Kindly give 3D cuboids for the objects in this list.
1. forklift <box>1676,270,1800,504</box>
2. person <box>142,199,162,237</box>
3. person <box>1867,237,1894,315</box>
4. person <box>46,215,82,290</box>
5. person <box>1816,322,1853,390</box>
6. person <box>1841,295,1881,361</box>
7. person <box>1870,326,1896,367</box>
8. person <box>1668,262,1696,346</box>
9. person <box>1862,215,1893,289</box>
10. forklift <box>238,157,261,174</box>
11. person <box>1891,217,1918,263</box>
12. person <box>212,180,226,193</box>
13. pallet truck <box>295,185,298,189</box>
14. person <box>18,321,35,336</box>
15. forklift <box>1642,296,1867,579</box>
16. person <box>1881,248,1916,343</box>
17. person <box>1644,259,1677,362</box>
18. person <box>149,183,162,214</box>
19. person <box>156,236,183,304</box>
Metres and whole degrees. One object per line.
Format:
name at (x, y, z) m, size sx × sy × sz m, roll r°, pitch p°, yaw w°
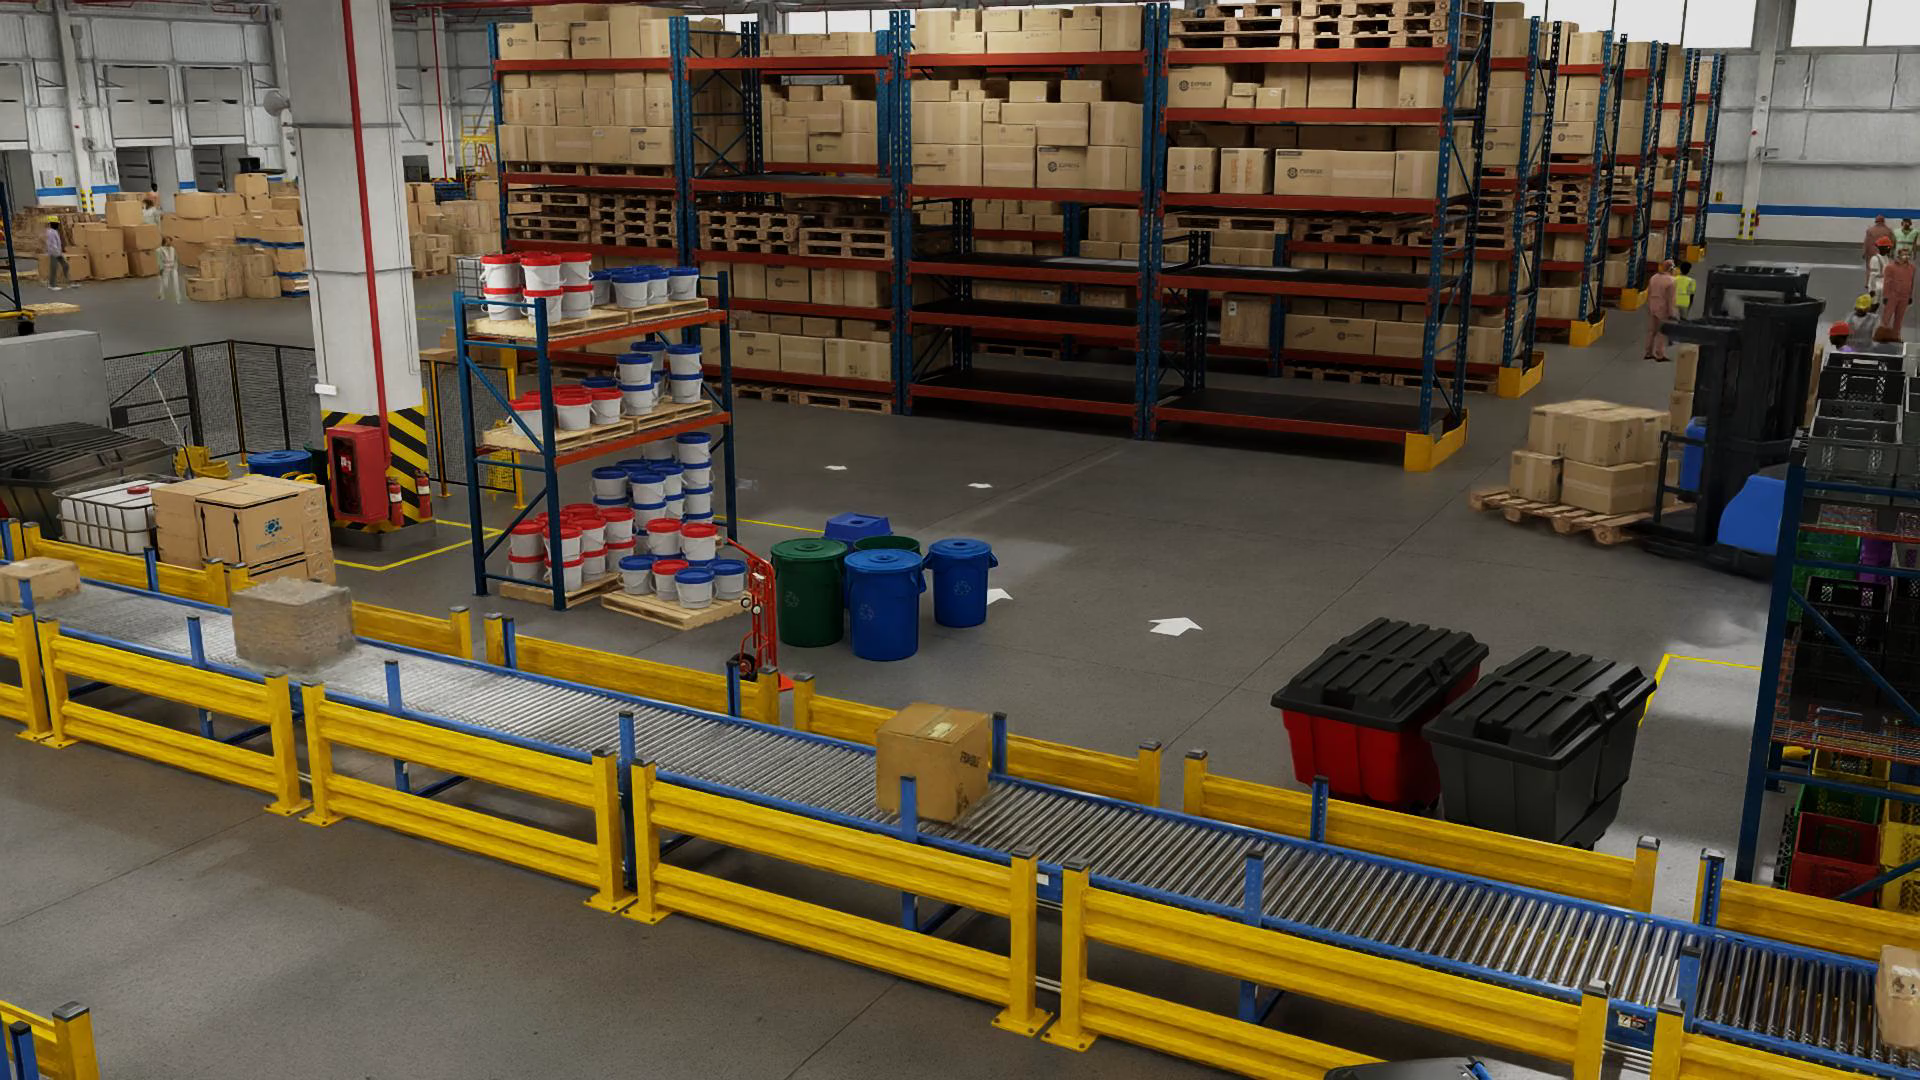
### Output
forklift at (9.346, -1.800, 19.868) m, size 1.129 × 2.768 × 1.873 m, roll 8°, pitch 17°, yaw 27°
person at (-24.298, -9.265, 49.845) m, size 0.651 × 1.878 × 1.032 m, roll 5°, pitch 16°, yaw 18°
person at (18.964, -5.226, 34.340) m, size 0.609 × 2.048 × 0.367 m, roll -13°, pitch 20°, yaw -41°
person at (-23.074, -7.367, 42.685) m, size 0.867 × 1.893 × 0.604 m, roll -4°, pitch 15°, yaw -15°
person at (11.751, -2.009, 22.543) m, size 0.977 × 1.886 × 0.547 m, roll 10°, pitch 18°, yaw 32°
person at (14.196, -2.976, 26.373) m, size 0.748 × 1.789 × 0.642 m, roll -13°, pitch 20°, yaw -41°
person at (13.380, -2.338, 24.347) m, size 0.510 × 1.585 × 0.840 m, roll -5°, pitch 16°, yaw -18°
person at (14.356, -4.717, 33.179) m, size 0.522 × 1.655 × 0.862 m, roll 7°, pitch 16°, yaw 24°
person at (23.642, -7.425, 42.902) m, size 0.655 × 1.894 × 0.451 m, roll 3°, pitch 15°, yaw 13°
forklift at (-24.311, -11.728, 57.189) m, size 1.873 × 2.768 × 1.129 m, roll 1°, pitch 15°, yaw 3°
person at (24.436, -7.441, 43.074) m, size 0.597 × 1.830 × 0.526 m, roll 7°, pitch 16°, yaw 24°
person at (-26.671, -12.001, 60.056) m, size 0.628 × 1.929 × 0.361 m, roll 7°, pitch 16°, yaw 24°
pallet truck at (-26.804, -14.617, 69.738) m, size 1.885 × 1.965 × 0.823 m, roll -14°, pitch 20°, yaw -42°
person at (-13.505, -2.355, 24.239) m, size 0.545 × 1.666 × 0.637 m, roll 6°, pitch 16°, yaw 23°
forklift at (8.376, -1.092, 17.207) m, size 1.129 × 2.768 × 1.873 m, roll -10°, pitch 18°, yaw -32°
person at (18.826, -4.894, 33.363) m, size 0.643 × 1.909 × 0.410 m, roll -2°, pitch 15°, yaw -7°
person at (13.152, -4.293, 31.125) m, size 0.399 × 1.900 × 0.643 m, roll -5°, pitch 16°, yaw -19°
person at (-30.239, -12.554, 62.560) m, size 0.320 × 1.695 × 0.537 m, roll 3°, pitch 15°, yaw 12°
person at (-18.999, -6.479, 39.866) m, size 0.630 × 1.615 × 0.522 m, roll 12°, pitch 19°, yaw 37°
